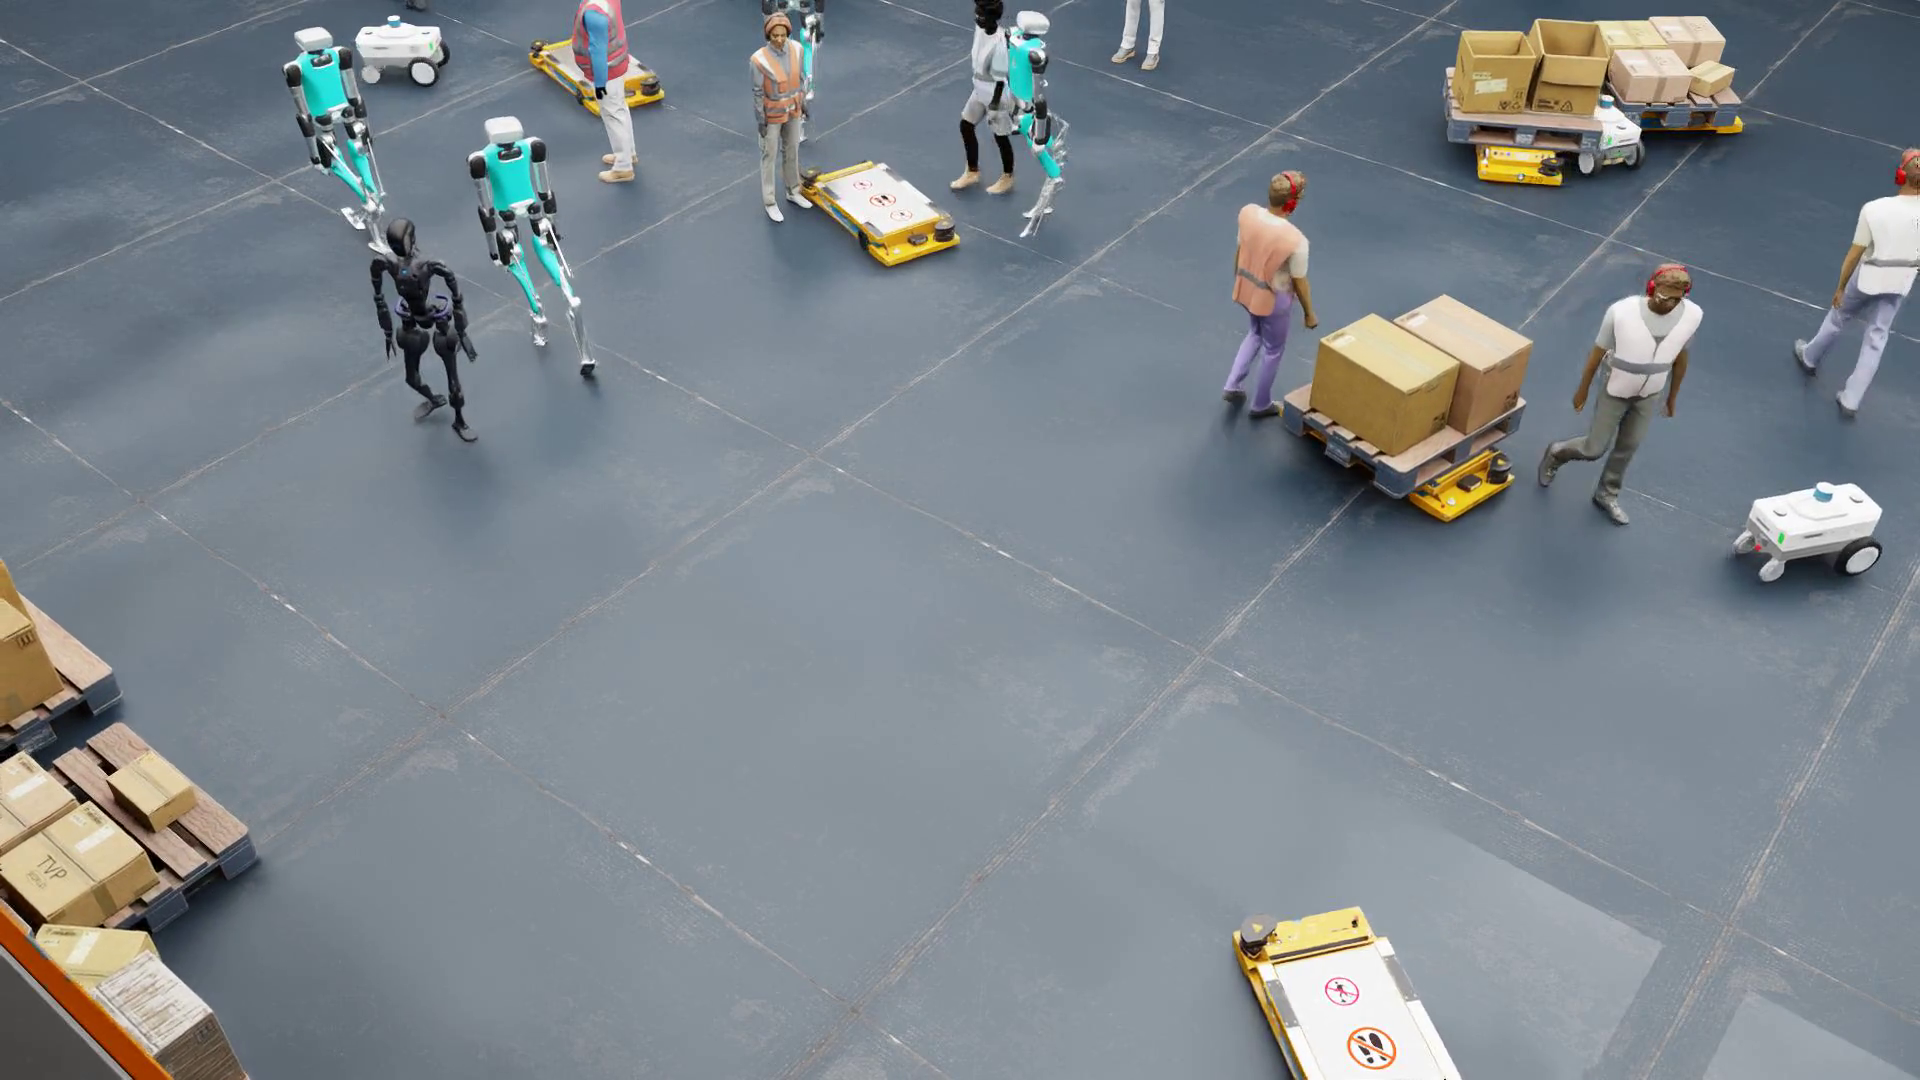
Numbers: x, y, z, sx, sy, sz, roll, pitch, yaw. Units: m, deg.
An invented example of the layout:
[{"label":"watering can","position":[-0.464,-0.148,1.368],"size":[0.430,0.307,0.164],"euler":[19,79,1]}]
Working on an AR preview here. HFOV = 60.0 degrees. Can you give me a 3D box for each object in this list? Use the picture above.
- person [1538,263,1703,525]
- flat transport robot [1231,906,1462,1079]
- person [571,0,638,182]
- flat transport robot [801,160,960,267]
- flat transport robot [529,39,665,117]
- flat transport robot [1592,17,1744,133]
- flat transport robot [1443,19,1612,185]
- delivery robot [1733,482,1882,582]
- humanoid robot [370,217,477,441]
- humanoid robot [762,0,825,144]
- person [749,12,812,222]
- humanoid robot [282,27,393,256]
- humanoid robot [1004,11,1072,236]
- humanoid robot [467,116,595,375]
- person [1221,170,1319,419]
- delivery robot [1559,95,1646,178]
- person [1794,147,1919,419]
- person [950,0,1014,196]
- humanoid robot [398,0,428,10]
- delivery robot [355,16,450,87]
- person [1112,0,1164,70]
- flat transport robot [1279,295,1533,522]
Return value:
[{"label":"person","position":[3.976,-0.932,9.979],"size":[0.589,1.822,0.565],"euler":[-8,41,-9]},{"label":"flat transport robot","position":[1.777,2.259,7.420],"size":[0.659,0.231,1.431],"euler":[-9,41,-10]},{"label":"person","position":[-2.858,-3.772,13.313],"size":[0.431,1.837,0.630],"euler":[-2,40,-2]},{"label":"flat transport robot","position":[-0.655,-2.627,13.169],"size":[0.659,0.231,1.431],"euler":[-22,45,-24]},{"label":"flat transport robot","position":[-3.308,-4.247,15.074],"size":[0.659,0.231,1.431],"euler":[-25,46,-27]},{"label":"flat transport robot","position":[6.017,-3.778,14.523],"size":[1.431,0.231,0.659],"euler":[0,40,0]},{"label":"flat transport robot","position":[4.724,-3.445,14.131],"size":[0.659,0.231,1.431],"euler":[7,41,8]},{"label":"delivery robot","position":[5.099,-0.082,9.958],"size":[0.802,0.600,0.499],"euler":[-9,41,-11]},{"label":"humanoid robot","position":[-3.389,-1.370,10.608],"size":[0.594,1.646,0.461],"euler":[2,40,2]},{"label":"humanoid robot","position":[-1.349,-4.106,13.799],"size":[0.560,1.762,0.946],"euler":[-4,41,-5]},{"label":"person","position":[-1.383,-3.289,12.890],"size":[0.514,1.636,0.313],"euler":[-31,49,-31]},{"label":"humanoid robot","position":[-4.510,-2.888,12.332],"size":[0.970,1.732,0.547],"euler":[29,48,30]},{"label":"humanoid robot","position":[0.687,-3.190,12.701],"size":[0.706,1.800,0.548],"euler":[-17,43,-19]},{"label":"humanoid robot","position":[-2.795,-1.879,11.175],"size":[0.547,1.764,0.971],"euler":[-24,46,-26]},{"label":"person","position":[1.987,-1.539,10.680],"size":[0.463,1.828,0.589],"euler":[-22,45,-24]},{"label":"delivery robot","position":[5.334,-3.385,13.854],"size":[0.499,0.614,0.808],"euler":[-11,42,-13]},{"label":"person","position":[6.015,-1.739,10.938],"size":[0.587,1.803,0.824],"euler":[4,41,5]},{"label":"person","position":[0.174,-3.469,13.062],"size":[0.630,1.672,0.548],"euler":[-17,43,-19]},{"label":"humanoid robot","position":[-5.427,-5.953,16.007],"size":[0.634,1.641,0.602],"euler":[15,43,17]},{"label":"delivery robot","position":[-5.070,-4.464,15.084],"size":[0.738,0.563,0.499],"euler":[0,40,0]},{"label":"person","position":[1.678,-5.175,14.920],"size":[0.572,1.883,0.356],"euler":[22,45,24]},{"label":"flat transport robot","position":[2.838,-0.653,10.846],"size":[0.659,0.231,1.431],"euler":[-27,47,-28]}]
